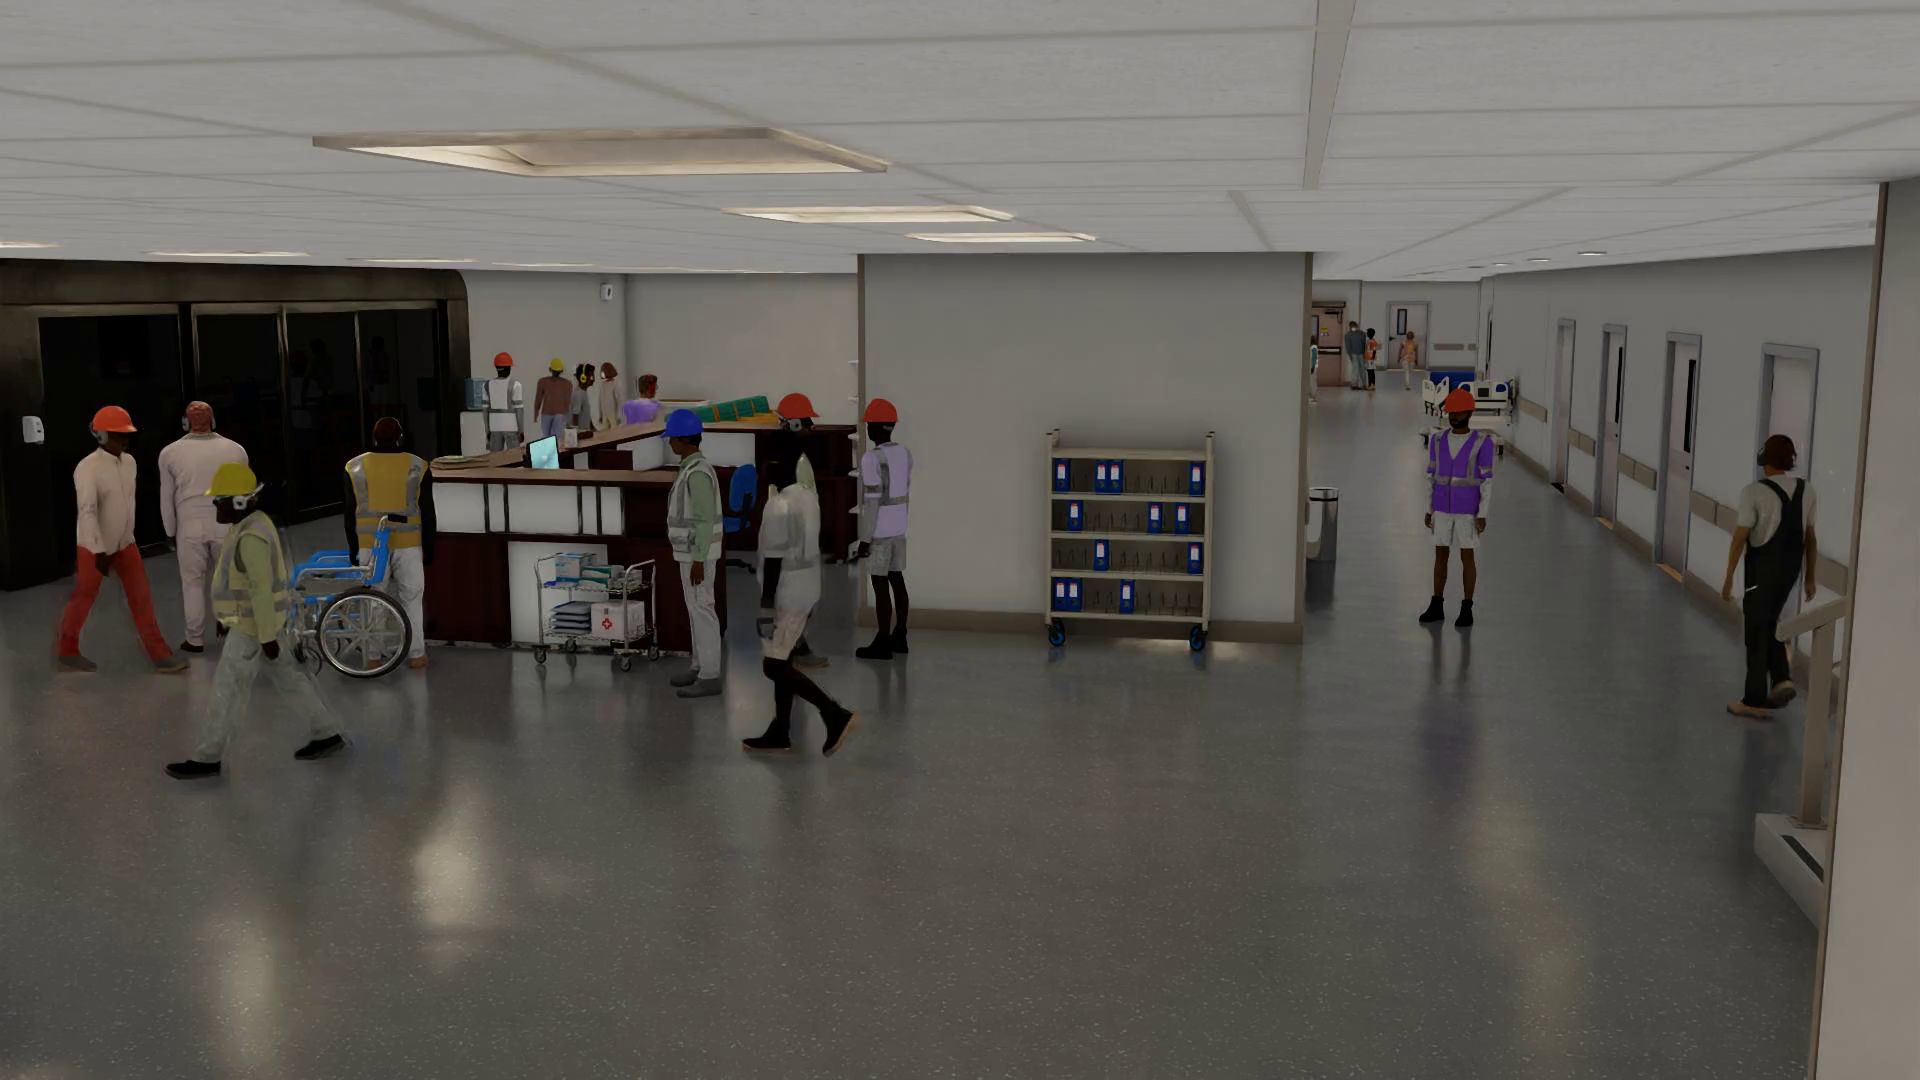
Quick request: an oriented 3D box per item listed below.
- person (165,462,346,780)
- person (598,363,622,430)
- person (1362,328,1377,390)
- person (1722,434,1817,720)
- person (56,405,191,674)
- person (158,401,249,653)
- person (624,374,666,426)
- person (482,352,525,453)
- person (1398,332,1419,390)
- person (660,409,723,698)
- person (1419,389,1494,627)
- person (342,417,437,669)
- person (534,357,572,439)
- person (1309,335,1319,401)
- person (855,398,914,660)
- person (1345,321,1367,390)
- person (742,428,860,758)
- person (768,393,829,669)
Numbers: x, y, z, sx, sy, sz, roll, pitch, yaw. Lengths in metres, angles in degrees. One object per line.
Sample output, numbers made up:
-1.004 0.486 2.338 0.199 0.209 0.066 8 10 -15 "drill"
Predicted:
-4.005 0.438 9.453 0.941 1.788 0.601 -3 9 -19 "person"
-5.346 -1.890 25.371 0.528 1.631 0.299 7 11 40 "person"
11.143 -4.905 45.169 0.315 1.695 0.541 -1 9 -5 "person"
5.161 0.239 10.626 0.618 1.817 0.419 -2 9 -12 "person"
-6.034 0.013 11.764 1.045 1.933 0.630 2 9 13 "person"
-5.721 -0.105 12.652 0.644 1.900 0.399 -5 10 -31 "person"
-3.529 -0.959 18.649 0.583 1.803 0.955 6 11 37 "person"
-5.846 -1.440 21.379 0.546 1.939 0.375 2 9 12 "person"
12.262 -4.904 45.508 0.516 1.589 0.876 0 9 1 "person"
-1.799 0.086 11.223 0.398 1.943 0.616 -2 9 -15 "person"
4.046 -0.264 13.569 0.542 1.939 0.359 7 11 38 "person"
-4.089 0.031 11.975 0.630 1.835 0.429 -2 9 -16 "person"
-6.154 -1.914 25.241 0.568 1.727 0.691 -1 9 -6 "person"
8.625 -4.212 40.756 0.309 1.641 0.514 0 9 -1 "person"
-0.579 -0.081 12.360 0.358 1.938 0.542 5 10 31 "person"
10.814 -5.024 45.363 0.690 1.886 0.409 -3 9 -18 "person"
-0.946 0.325 9.646 0.672 1.945 0.620 2 9 12 "person"
-1.197 -0.067 12.077 0.378 1.995 0.609 -4 9 -22 "person"
